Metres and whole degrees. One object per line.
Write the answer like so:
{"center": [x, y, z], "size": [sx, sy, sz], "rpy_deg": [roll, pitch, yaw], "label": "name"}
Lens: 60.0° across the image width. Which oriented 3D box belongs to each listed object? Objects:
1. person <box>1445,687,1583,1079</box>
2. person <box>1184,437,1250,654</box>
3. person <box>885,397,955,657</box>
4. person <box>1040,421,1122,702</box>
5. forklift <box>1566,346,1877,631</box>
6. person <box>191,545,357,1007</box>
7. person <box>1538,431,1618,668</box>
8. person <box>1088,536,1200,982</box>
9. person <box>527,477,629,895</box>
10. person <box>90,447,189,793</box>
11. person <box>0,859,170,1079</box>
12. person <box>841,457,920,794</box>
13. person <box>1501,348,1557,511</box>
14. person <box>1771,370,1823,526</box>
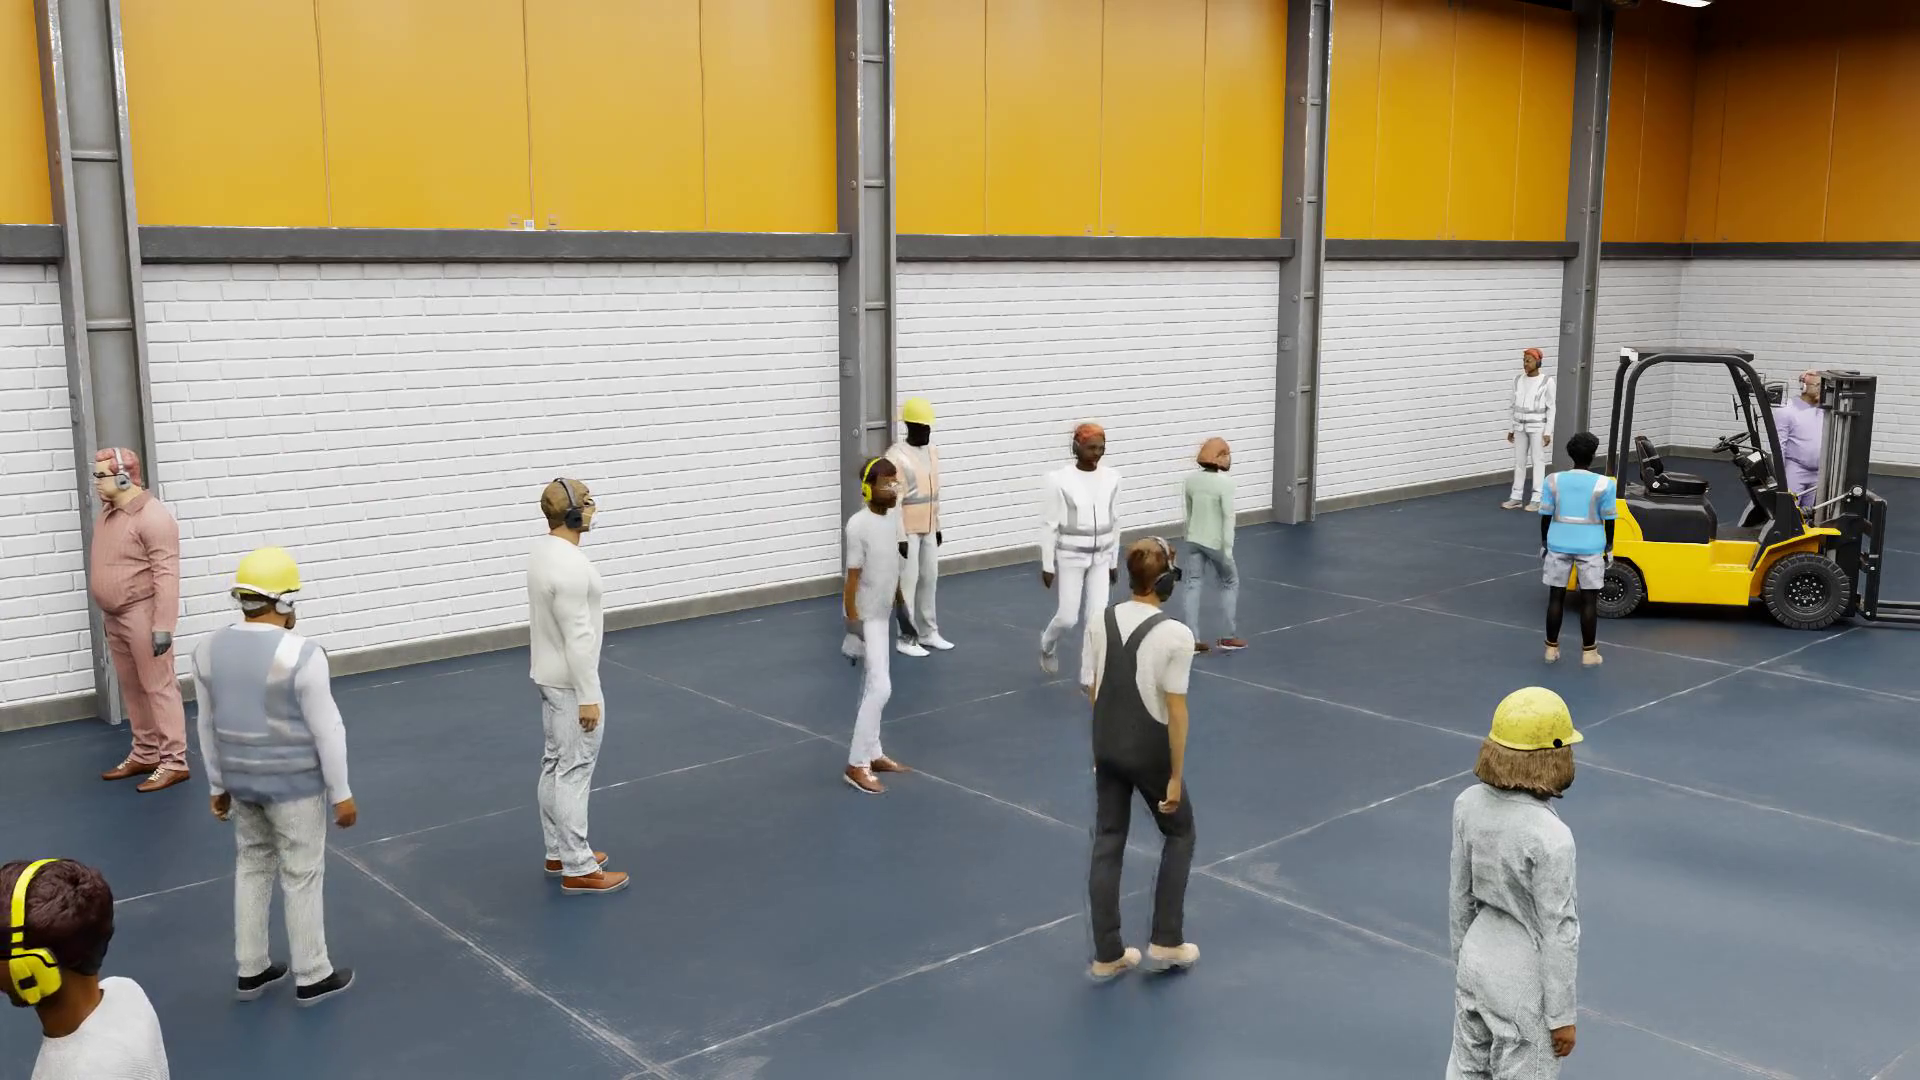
{"center": [1.595, 1.271, 4.767], "size": [0.296, 1.744, 0.484], "rpy_deg": [-4, 10, -20], "label": "person"}
{"center": [1.910, 0.036, 12.364], "size": [0.658, 1.606, 0.522], "rpy_deg": [-8, 13, -40], "label": "person"}
{"center": [-0.312, -0.102, 12.289], "size": [0.393, 1.919, 0.605], "rpy_deg": [6, 12, 33], "label": "person"}
{"center": [0.793, 0.123, 11.145], "size": [0.574, 1.865, 0.685], "rpy_deg": [-4, 10, -22], "label": "person"}
{"center": [6.109, -0.478, 13.691], "size": [2.313, 2.155, 1.214], "rpy_deg": [3, 10, 16], "label": "forklift"}
{"center": [-2.668, 0.930, 6.514], "size": [0.605, 1.828, 0.404], "rpy_deg": [3, 10, 19], "label": "person"}
{"center": [4.431, 0.066, 11.955], "size": [0.540, 1.696, 0.317], "rpy_deg": [6, 11, 32], "label": "person"}
{"center": [0.751, 0.887, 6.794], "size": [0.536, 1.826, 0.607], "rpy_deg": [8, 12, 37], "label": "person"}
{"center": [-1.797, 0.670, 7.718], "size": [0.367, 1.939, 0.634], "rpy_deg": [-5, 11, -27], "label": "person"}
{"center": [-4.568, 0.435, 9.190], "size": [0.646, 1.904, 0.401], "rpy_deg": [7, 12, 37], "label": "person"}
{"center": [-1.623, 1.489, 3.144], "size": [0.332, 1.865, 0.520], "rpy_deg": [-4, 11, -23], "label": "person"}
{"center": [-0.466, 0.467, 9.235], "size": [0.432, 1.852, 0.608], "rpy_deg": [3, 10, 19], "label": "person"}
{"center": [6.597, -1.273, 19.253], "size": [0.362, 1.882, 0.576], "rpy_deg": [-7, 12, -34], "label": "person"}
{"center": [7.789, -0.610, 15.312], "size": [0.667, 1.907, 0.404], "rpy_deg": [-2, 10, -11], "label": "person"}
